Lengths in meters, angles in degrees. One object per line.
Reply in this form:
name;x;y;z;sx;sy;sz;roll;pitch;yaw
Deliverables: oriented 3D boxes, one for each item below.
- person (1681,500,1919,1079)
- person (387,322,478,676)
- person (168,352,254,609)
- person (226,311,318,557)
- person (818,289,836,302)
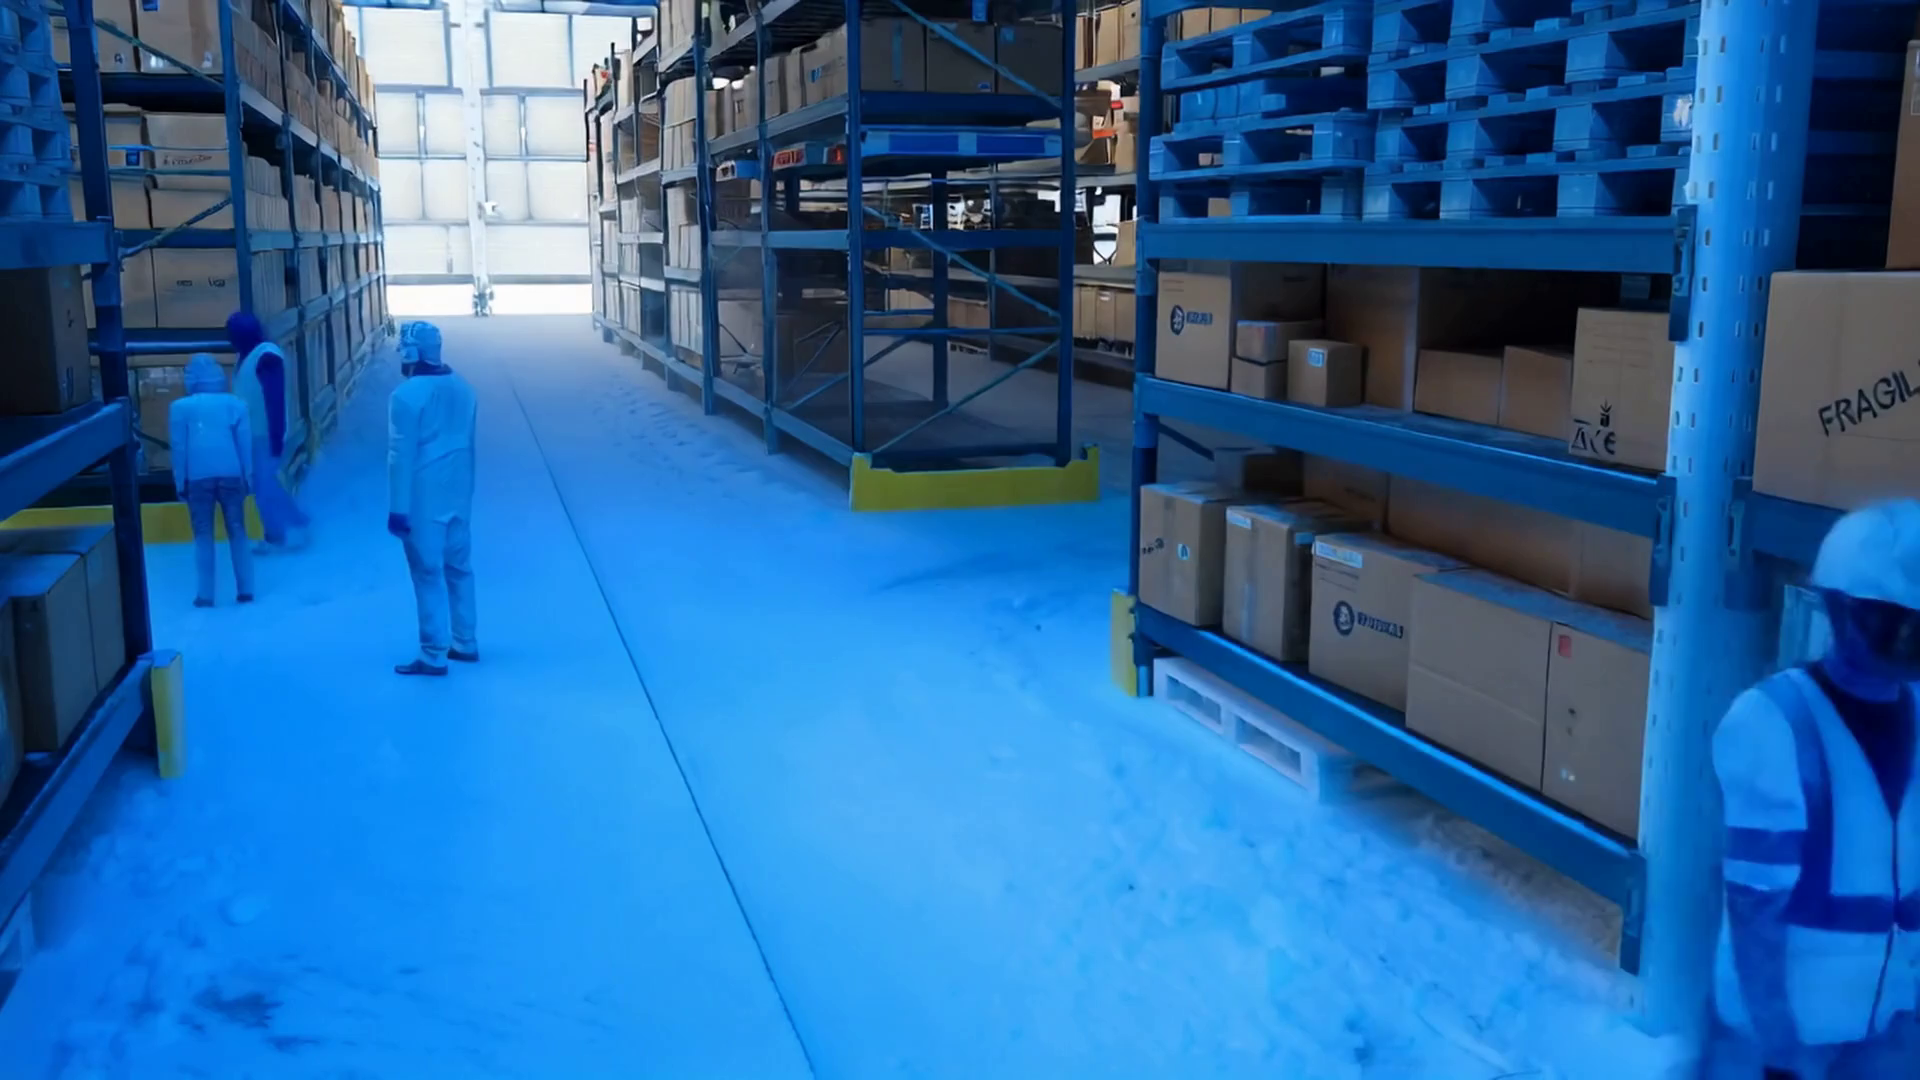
person;1.635;0.853;3.153;0.550;1.890;1.011;-3;11;-16
person;-2.868;-0.223;8.998;0.399;1.900;0.643;3;11;17
person;-4.737;-0.374;10.569;0.494;1.624;0.280;-10;14;-42
person;-5.142;-0.778;12.266;0.455;1.811;0.653;-8;13;-37
person;-2.622;-4.588;32.650;0.381;1.994;0.622;-4;11;-21
